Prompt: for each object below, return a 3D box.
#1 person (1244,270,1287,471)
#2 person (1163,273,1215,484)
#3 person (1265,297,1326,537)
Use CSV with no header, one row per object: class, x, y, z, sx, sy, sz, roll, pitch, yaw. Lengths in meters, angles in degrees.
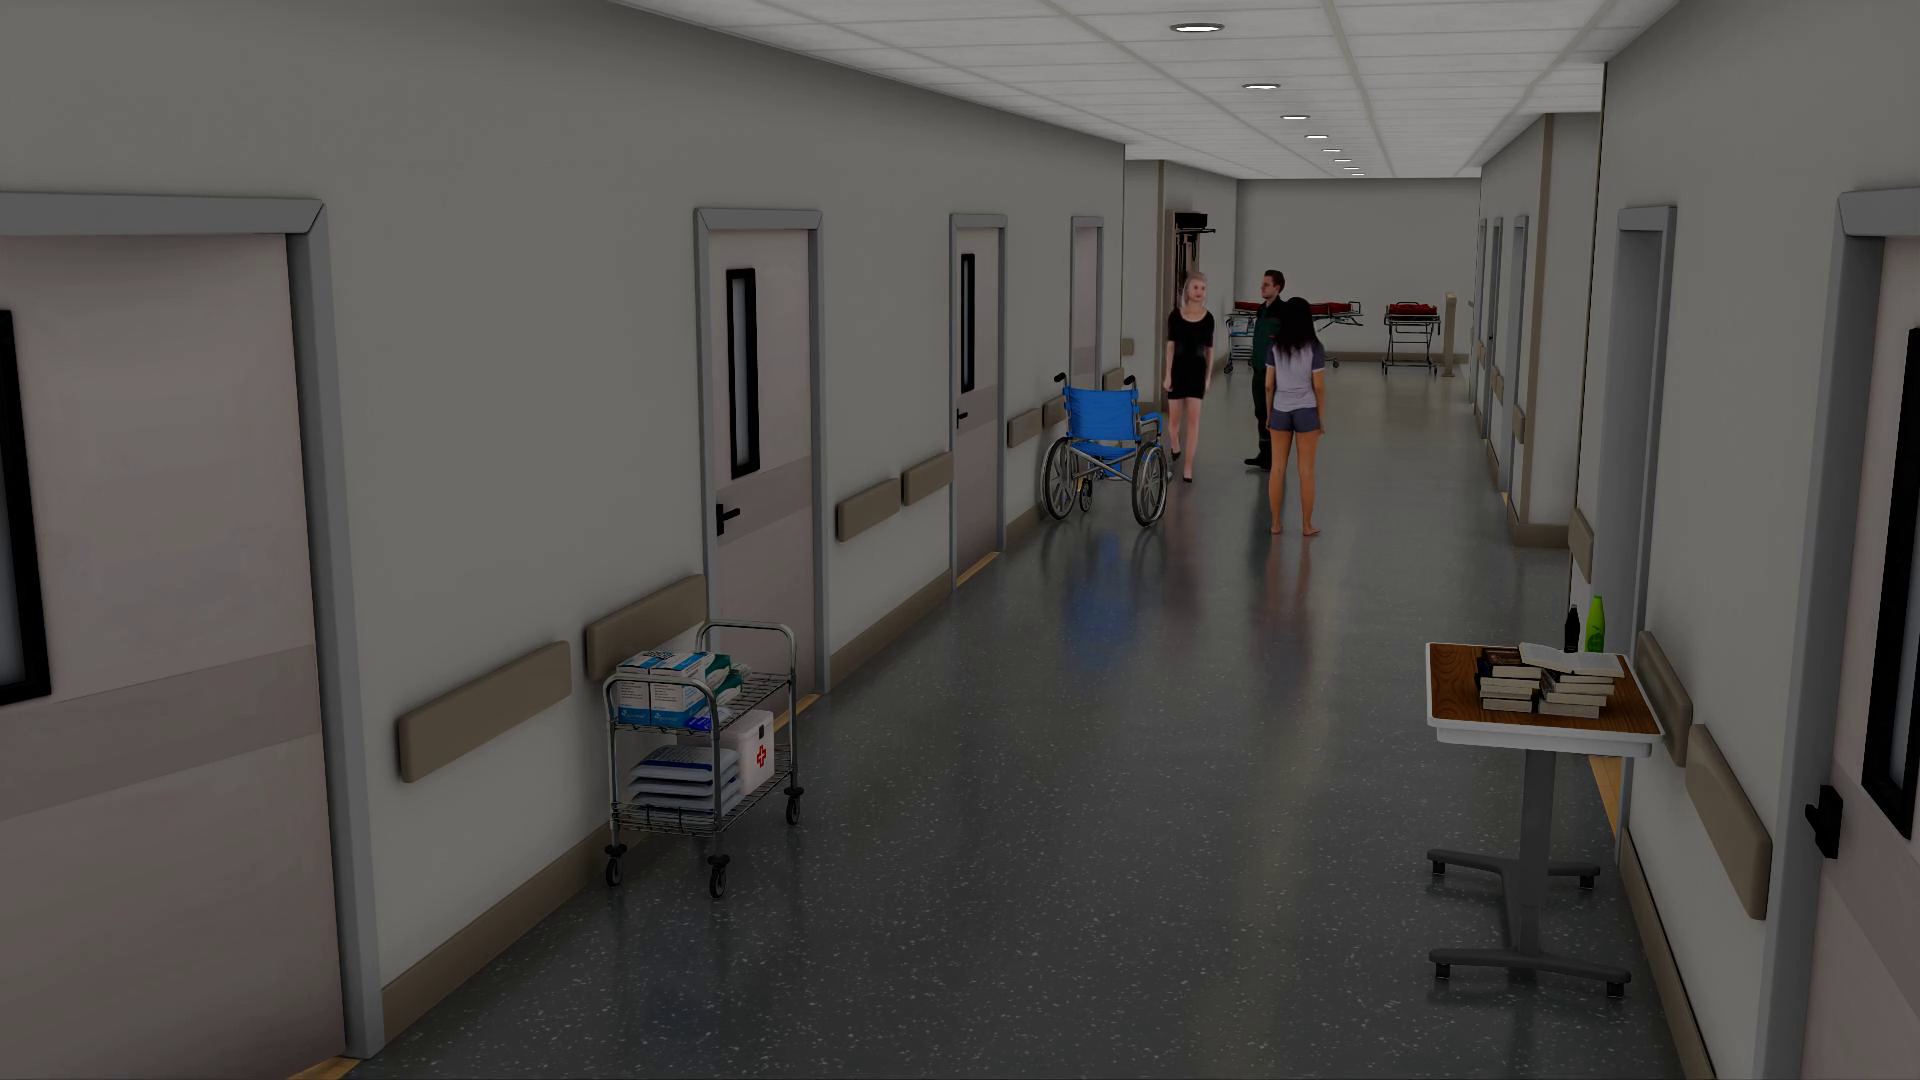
person,2.883,-1.575,15.368,0.793,1.842,0.719,-5,12,-25
person,1.987,-1.417,14.641,0.782,1.807,1.065,0,11,0
person,2.440,-0.905,12.140,0.615,1.734,0.553,5,12,24
